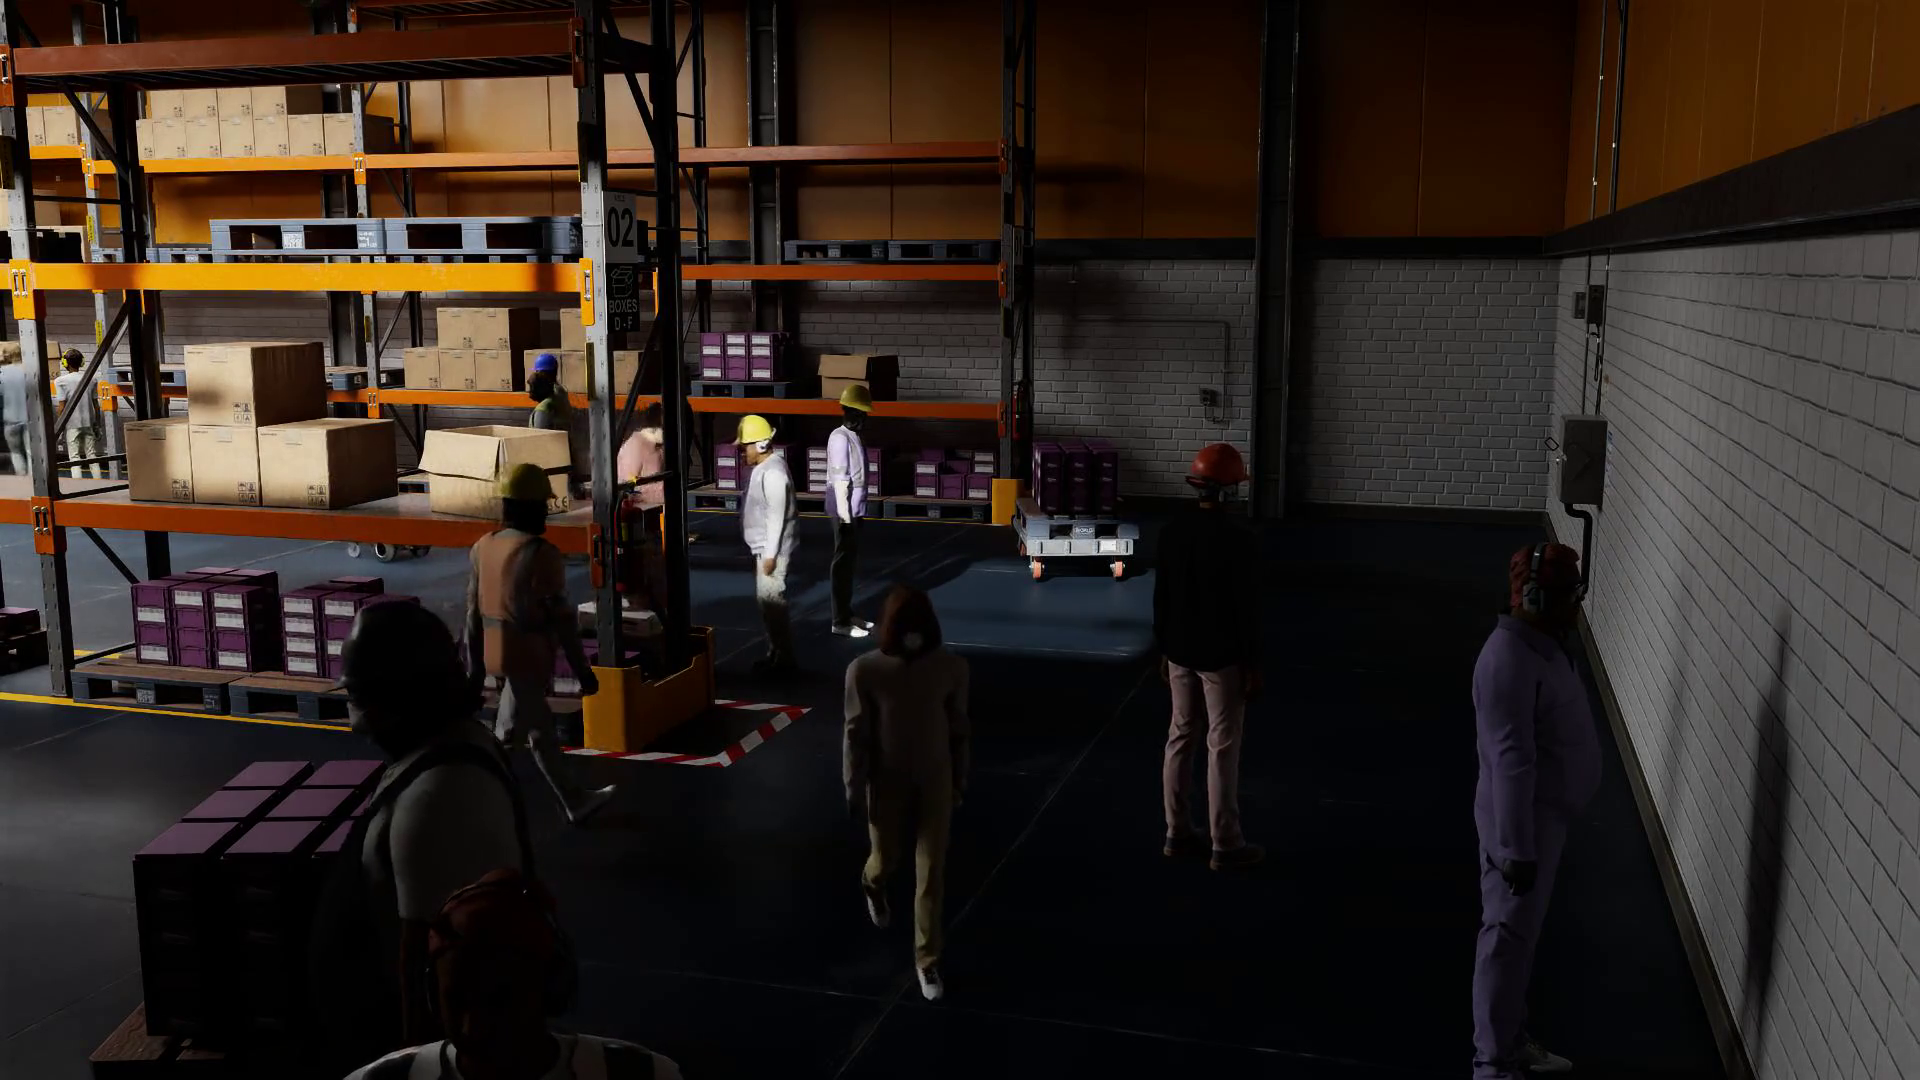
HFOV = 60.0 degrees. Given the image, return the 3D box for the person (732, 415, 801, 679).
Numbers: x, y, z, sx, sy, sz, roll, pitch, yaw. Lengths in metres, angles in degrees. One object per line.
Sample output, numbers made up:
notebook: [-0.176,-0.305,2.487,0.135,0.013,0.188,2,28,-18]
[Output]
person: [-1.326,0.043,11.428,0.446,1.807,0.616,-2,10,-13]

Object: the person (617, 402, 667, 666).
person: [-2.157,-0.033,11.733,0.735,1.861,0.695,1,9,4]

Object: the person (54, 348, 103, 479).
person: [-10.322,-1.307,19.463,0.312,1.869,0.538,6,11,34]

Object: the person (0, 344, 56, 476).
person: [-11.176,-1.385,19.855,0.696,1.895,0.743,-5,10,-27]

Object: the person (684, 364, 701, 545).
person: [-2.839,-0.874,16.900,0.341,1.846,0.511,1,9,5]

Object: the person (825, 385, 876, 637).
person: [-0.829,-0.228,12.740,0.392,1.917,0.589,1,9,7]

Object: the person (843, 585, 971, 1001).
person: [-0.222,0.938,6.599,0.507,1.605,0.697,-2,9,-11]

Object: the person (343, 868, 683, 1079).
person: [-0.711,1.437,2.694,0.584,1.882,0.337,-1,9,-8]

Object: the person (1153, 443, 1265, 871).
person: [1.180,0.541,7.813,0.383,1.996,0.609,-8,12,-40]

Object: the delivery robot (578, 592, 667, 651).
delivery robot: [-2.345,0.568,11.745,0.707,0.478,0.477,5,11,28]

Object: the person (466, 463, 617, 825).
person: [-2.056,0.569,8.005,0.592,1.872,1.003,8,12,40]

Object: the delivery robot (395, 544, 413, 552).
delivery robot: [-5.561,-0.139,16.058,0.707,0.478,0.477,6,11,30]

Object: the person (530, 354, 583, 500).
person: [-4.271,-0.956,17.176,0.855,1.910,0.646,-1,9,-5]

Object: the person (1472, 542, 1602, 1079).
person: [1.925,0.951,5.588,0.410,1.909,0.643,4,10,25]

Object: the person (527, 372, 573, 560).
person: [-3.885,-0.676,15.746,0.430,1.829,0.654,1,9,3]
